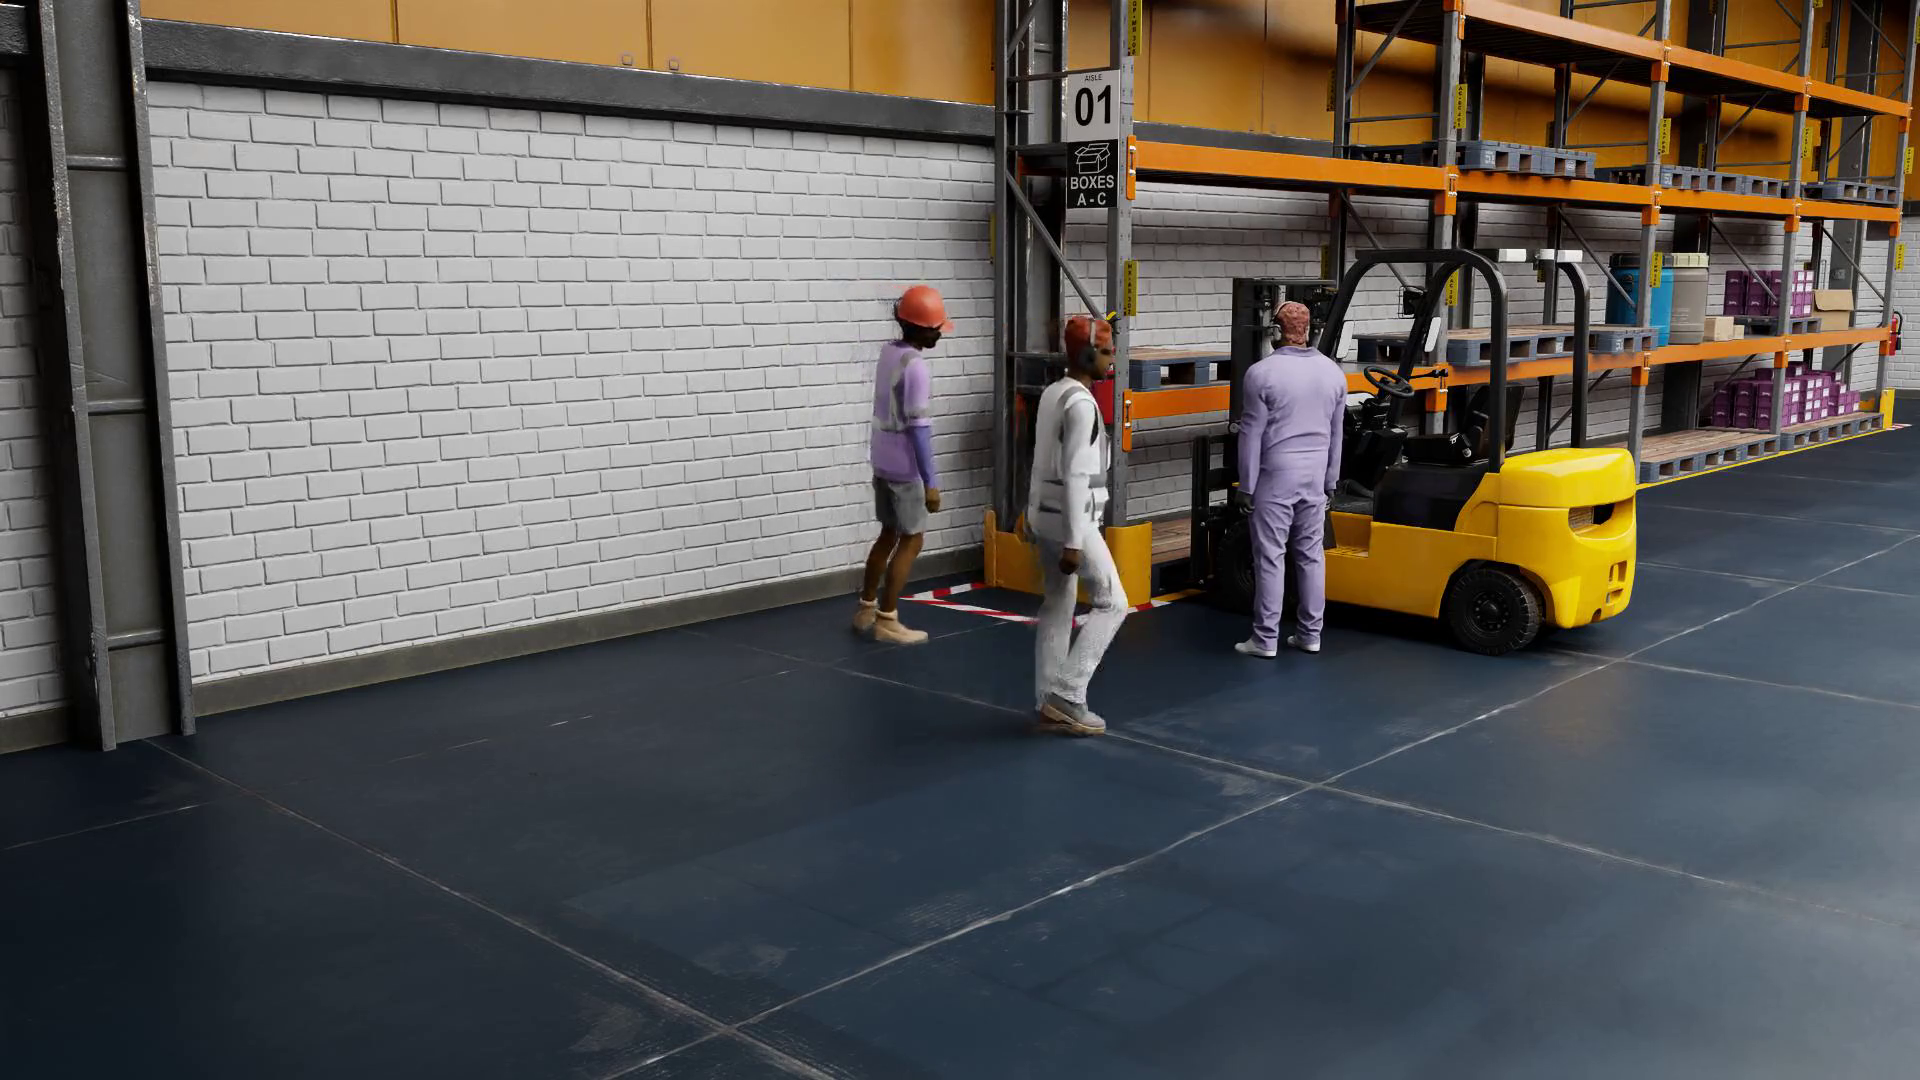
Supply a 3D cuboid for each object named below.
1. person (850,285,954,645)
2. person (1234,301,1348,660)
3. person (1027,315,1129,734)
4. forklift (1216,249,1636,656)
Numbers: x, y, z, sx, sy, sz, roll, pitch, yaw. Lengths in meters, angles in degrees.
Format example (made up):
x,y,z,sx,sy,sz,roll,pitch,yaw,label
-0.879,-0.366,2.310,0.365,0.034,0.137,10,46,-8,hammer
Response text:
x,y,z,sx,sy,sz,roll,pitch,yaw,label
-0.311,-0.401,9.145,0.451,1.988,0.759,-4,10,-22,person
1.739,-0.316,8.895,0.643,1.902,0.403,-5,10,-26,person
0.516,-0.056,7.379,0.449,1.866,0.572,-3,10,-16,person
2.710,-0.584,9.626,2.313,2.155,1.214,9,13,43,forklift
